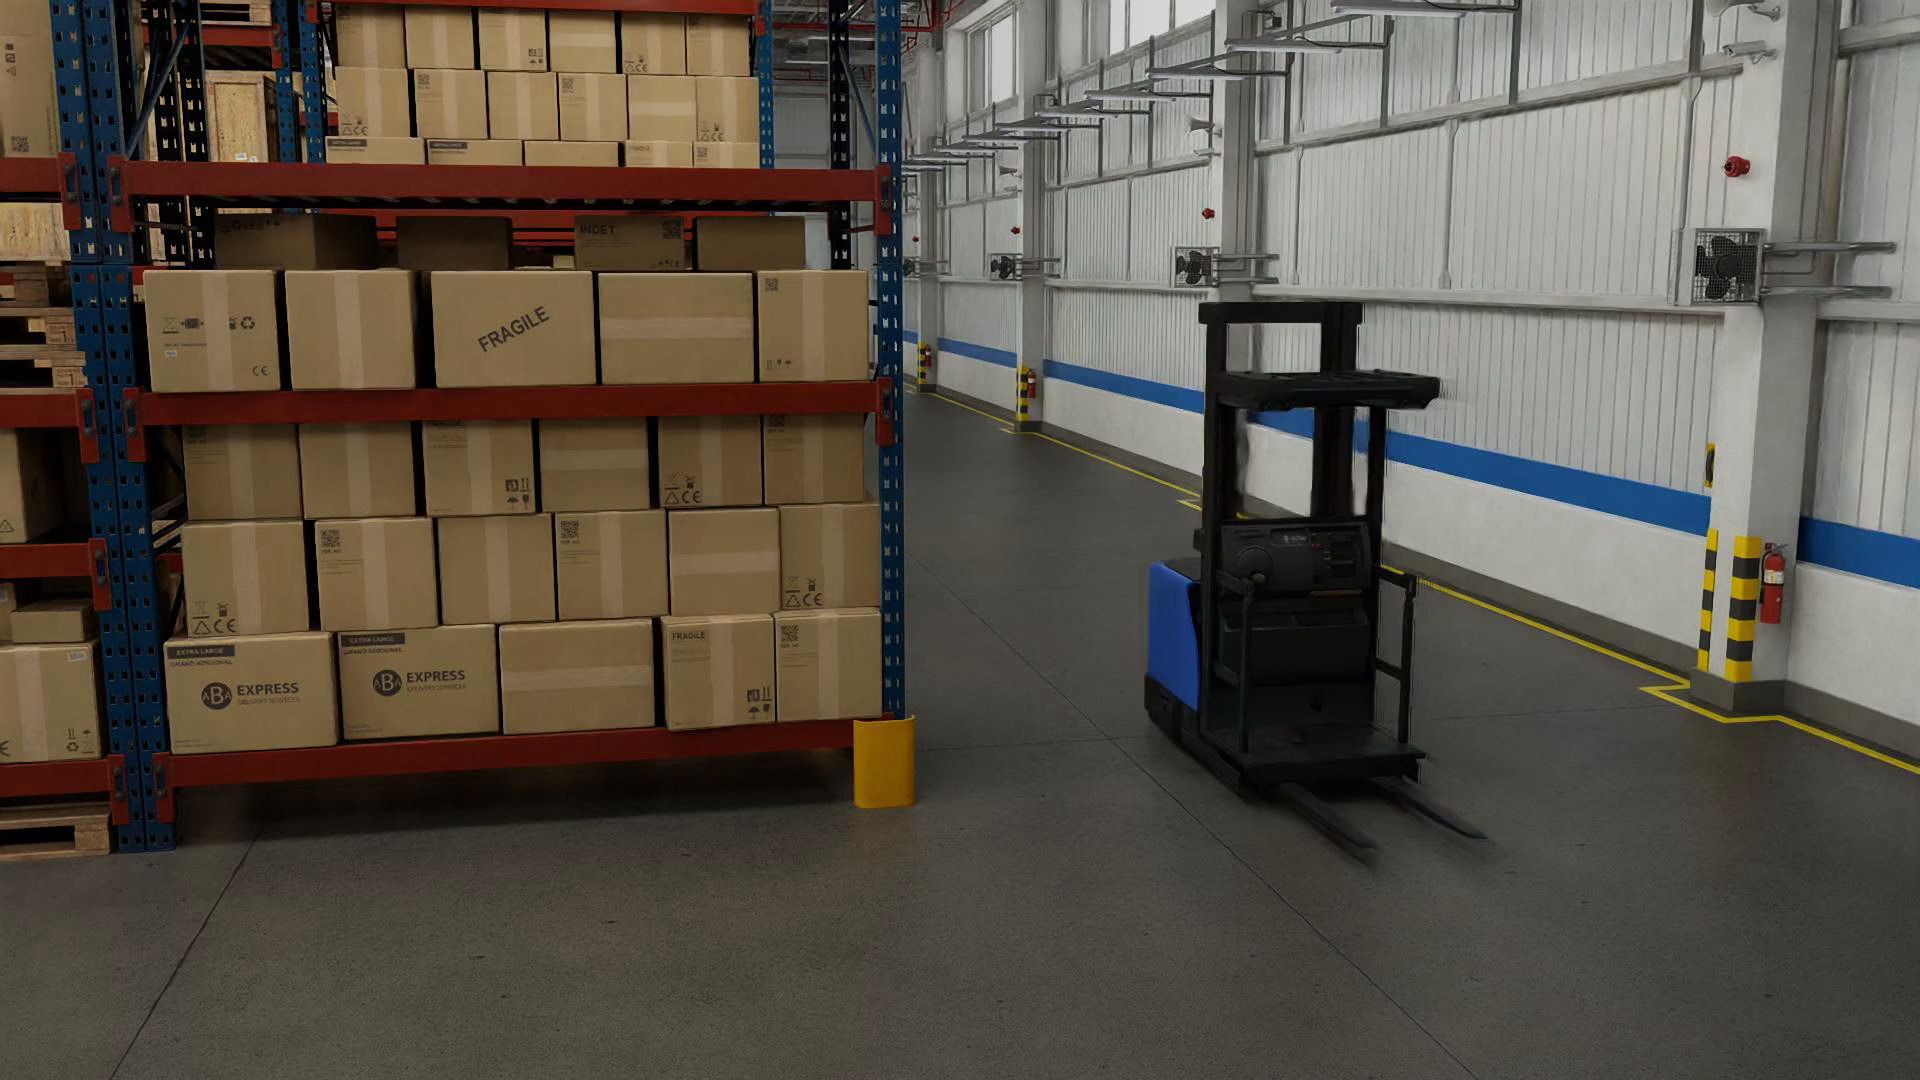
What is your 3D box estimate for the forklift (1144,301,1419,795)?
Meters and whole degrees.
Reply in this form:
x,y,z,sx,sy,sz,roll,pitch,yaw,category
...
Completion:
x,y,z,sx,sy,sz,roll,pitch,yaw,category
1.926,-0.073,10.244,1.129,2.768,1.873,-2,10,-12,forklift
